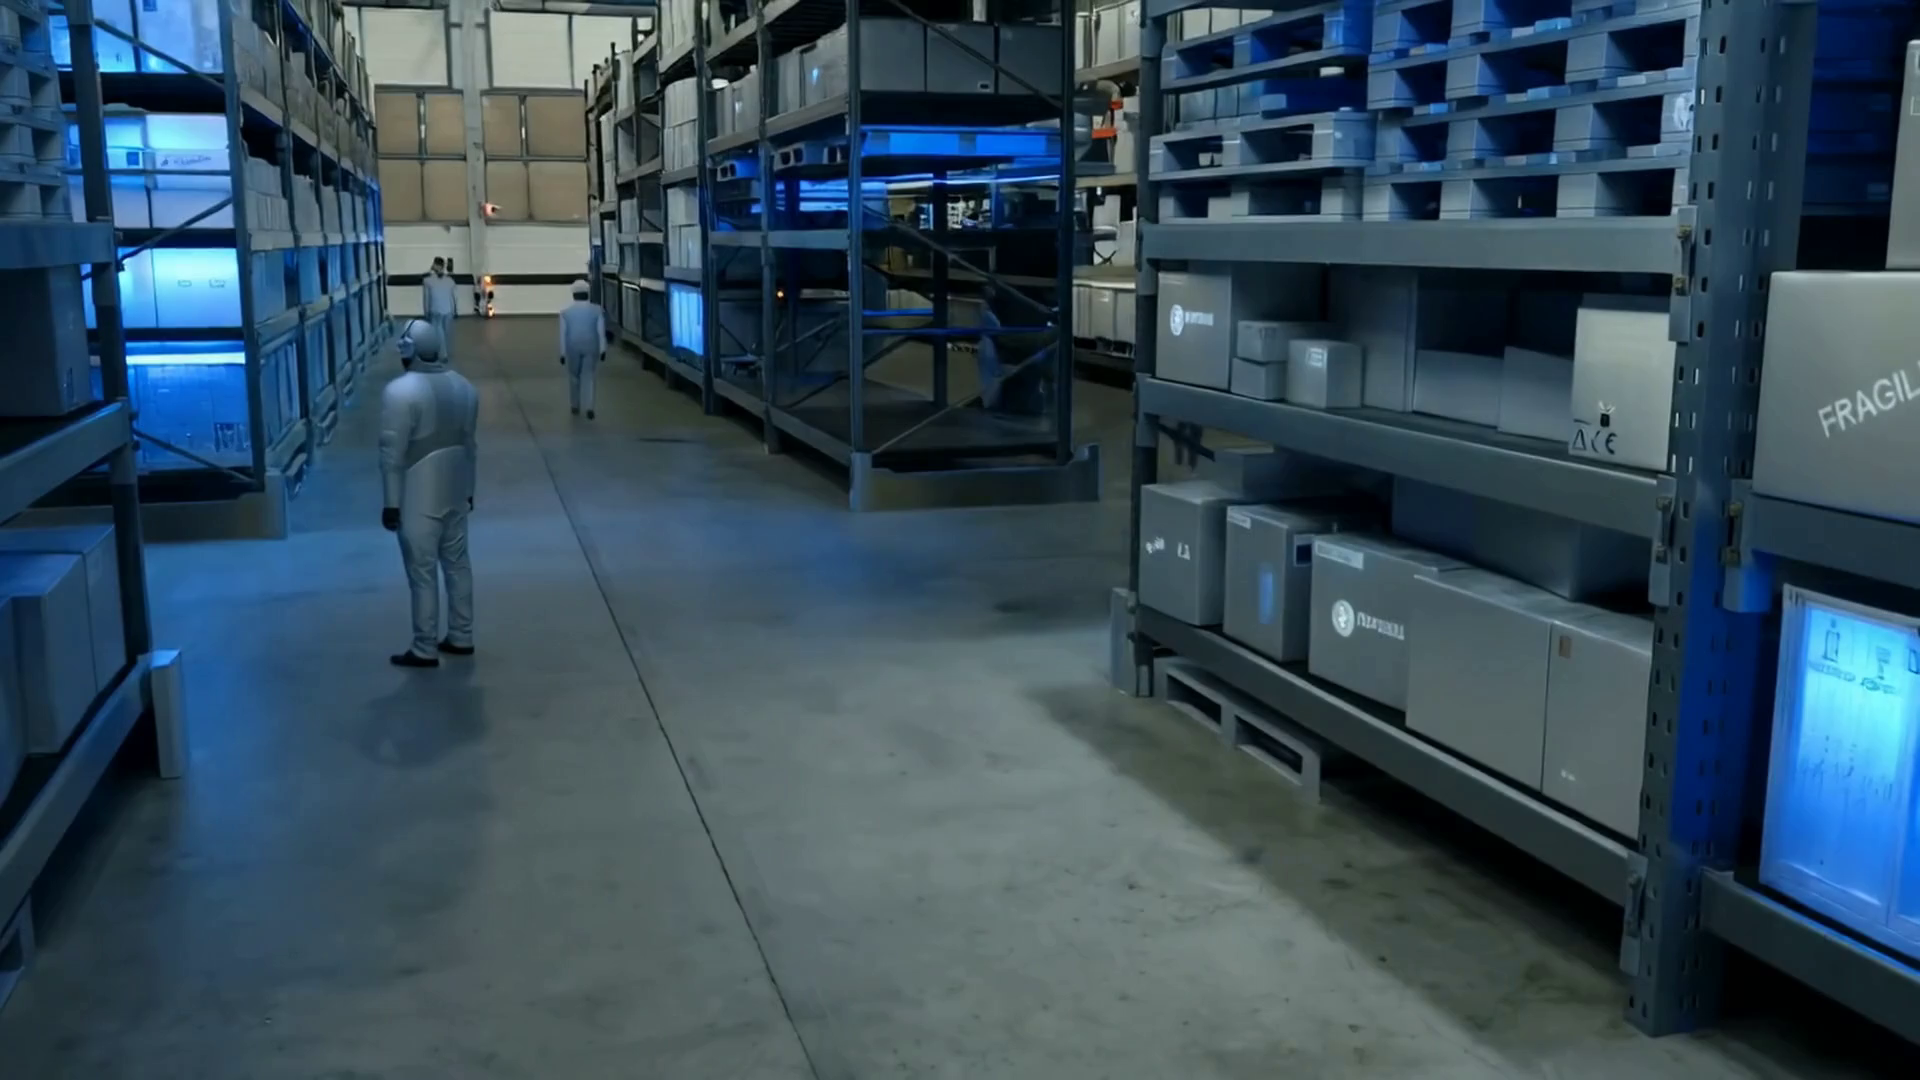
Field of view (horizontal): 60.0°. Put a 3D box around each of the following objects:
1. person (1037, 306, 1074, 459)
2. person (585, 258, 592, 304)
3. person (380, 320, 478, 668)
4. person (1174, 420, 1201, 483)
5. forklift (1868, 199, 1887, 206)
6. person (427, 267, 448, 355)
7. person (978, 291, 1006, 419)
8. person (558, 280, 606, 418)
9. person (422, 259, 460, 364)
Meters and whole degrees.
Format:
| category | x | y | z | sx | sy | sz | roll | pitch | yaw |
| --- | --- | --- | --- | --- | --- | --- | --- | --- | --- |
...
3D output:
| category | x | y | z | sx | sy | sz | roll | pitch | yaw |
| --- | --- | --- | --- | --- | --- | --- | --- | --- | --- |
| person | 1.014 | -1.653 | 17.585 | 0.288 | 1.625 | 0.497 | -8 | 13 | -36 |
| person | -9.171 | -6.138 | 41.590 | 0.507 | 1.828 | 0.650 | -3 | 11 | -18 |
| person | -2.938 | -0.256 | 9.171 | 0.400 | 1.902 | 0.642 | 5 | 11 | 25 |
| person | 2.183 | -1.468 | 15.488 | 0.627 | 2.013 | 0.470 | -2 | 10 | -10 |
| forklift | 11.338 | -2.915 | 21.052 | 1.129 | 2.768 | 1.873 | -3 | 11 | -17 |
| person | -10.426 | -4.549 | 33.084 | 0.522 | 1.761 | 0.321 | 6 | 12 | 30 |
| person | 0.407 | -2.412 | 21.650 | 0.318 | 1.661 | 0.619 | -3 | 11 | -15 |
| person | -4.955 | -2.509 | 21.835 | 0.620 | 1.777 | 0.943 | -3 | 11 | -16 |
| person | -9.693 | -4.267 | 31.047 | 0.656 | 1.945 | 1.032 | -5 | 11 | -24 |
